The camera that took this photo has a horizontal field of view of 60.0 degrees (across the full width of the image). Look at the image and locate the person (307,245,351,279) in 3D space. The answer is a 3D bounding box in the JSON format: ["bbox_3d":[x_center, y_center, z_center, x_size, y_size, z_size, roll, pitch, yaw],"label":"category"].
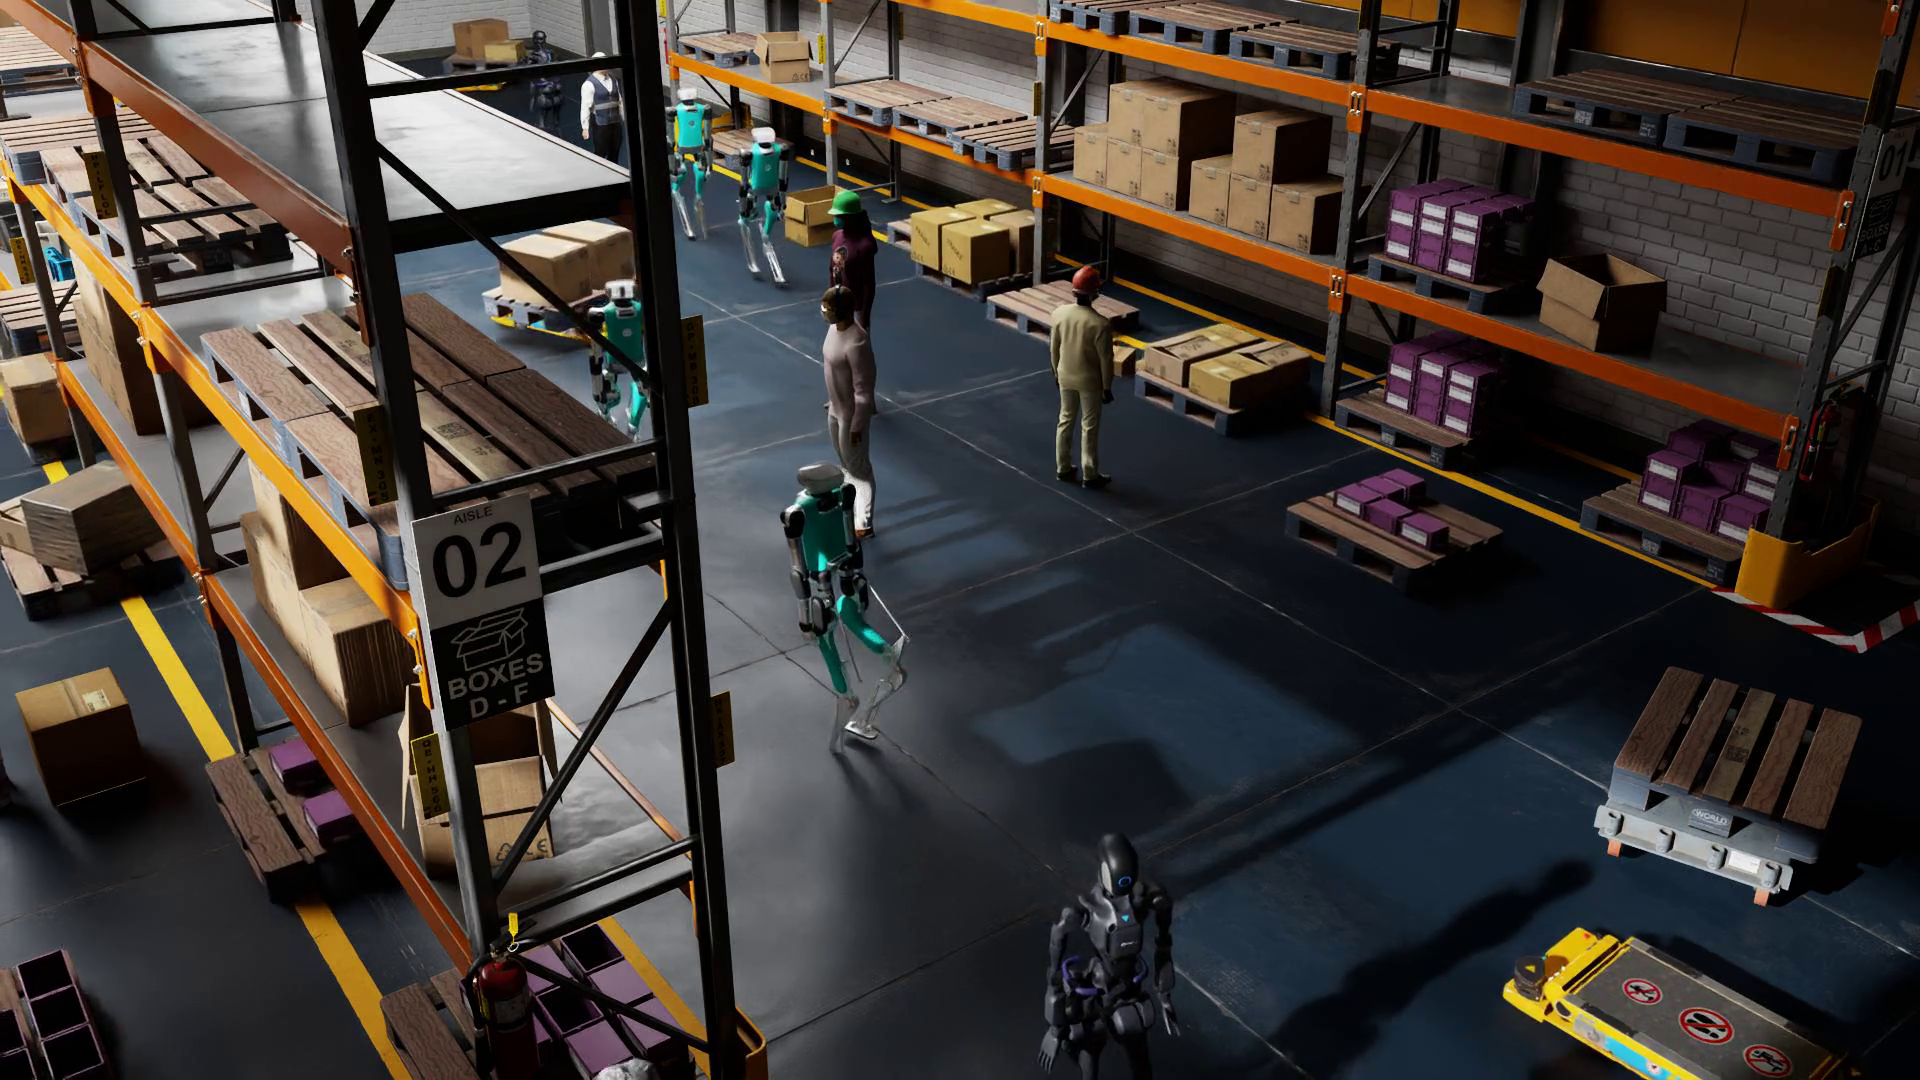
[{"bbox_3d":[-6.081,-2.759,15.969,0.508,1.608,0.648,12,29,22],"label":"person"}]

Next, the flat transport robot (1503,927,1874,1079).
[{"bbox_3d":[3.273,2.241,7.529,0.659,0.231,1.431,-21,34,-36],"label":"flat transport robot"}]

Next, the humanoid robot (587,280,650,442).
[{"bbox_3d":[-2.567,-1.190,12.697,0.543,1.734,0.947,-10,29,-20],"label":"humanoid robot"}]

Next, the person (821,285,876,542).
[{"bbox_3d":[-0.805,-0.902,11.930,0.373,1.935,0.627,-10,28,-19],"label":"person"}]

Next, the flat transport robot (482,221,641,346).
[{"bbox_3d":[-3.862,-2.194,16.352,1.431,0.231,0.659,15,31,28],"label":"flat transport robot"}]

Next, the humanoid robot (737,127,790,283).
[{"bbox_3d":[-2.126,-3.501,17.358,0.534,1.731,0.974,-13,29,-24],"label":"humanoid robot"}]

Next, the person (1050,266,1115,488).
[{"bbox_3d":[0.954,-1.256,12.827,0.568,1.755,0.319,20,33,34],"label":"person"}]

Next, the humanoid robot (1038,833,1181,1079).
[{"bbox_3d":[0.613,1.897,6.637,0.609,1.649,0.413,-11,29,-20],"label":"humanoid robot"}]

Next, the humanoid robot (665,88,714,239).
[{"bbox_3d":[-3.091,-4.202,18.818,0.541,1.878,0.729,-11,29,-22],"label":"humanoid robot"}]

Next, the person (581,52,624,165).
[{"bbox_3d":[-4.366,-5.111,20.491,0.431,1.757,0.771,18,32,32],"label":"person"}]

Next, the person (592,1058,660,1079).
[{"bbox_3d":[-1.121,2.492,5.307,0.615,1.819,0.543,-22,34,-36],"label":"person"}]

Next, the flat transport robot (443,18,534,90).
[{"bbox_3d":[-7.605,-7.510,26.924,0.659,0.231,1.431,1,27,2],"label":"flat transport robot"}]

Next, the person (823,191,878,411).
[{"bbox_3d":[-0.907,-2.004,14.103,0.489,1.951,0.419,23,35,38],"label":"person"}]

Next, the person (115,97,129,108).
[{"bbox_3d":[-10.679,-5.513,21.046,0.615,1.981,0.404,5,27,10],"label":"person"}]

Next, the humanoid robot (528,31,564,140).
[{"bbox_3d":[-5.523,-5.997,22.347,0.395,1.635,0.589,13,29,24],"label":"humanoid robot"}]

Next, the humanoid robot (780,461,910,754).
[{"bbox_3d":[-0.592,0.491,9.483,0.742,1.880,0.540,20,33,34],"label":"humanoid robot"}]

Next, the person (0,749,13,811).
[{"bbox_3d":[-5.498,0.622,8.927,0.410,1.910,0.638,-13,30,-24],"label":"person"}]
